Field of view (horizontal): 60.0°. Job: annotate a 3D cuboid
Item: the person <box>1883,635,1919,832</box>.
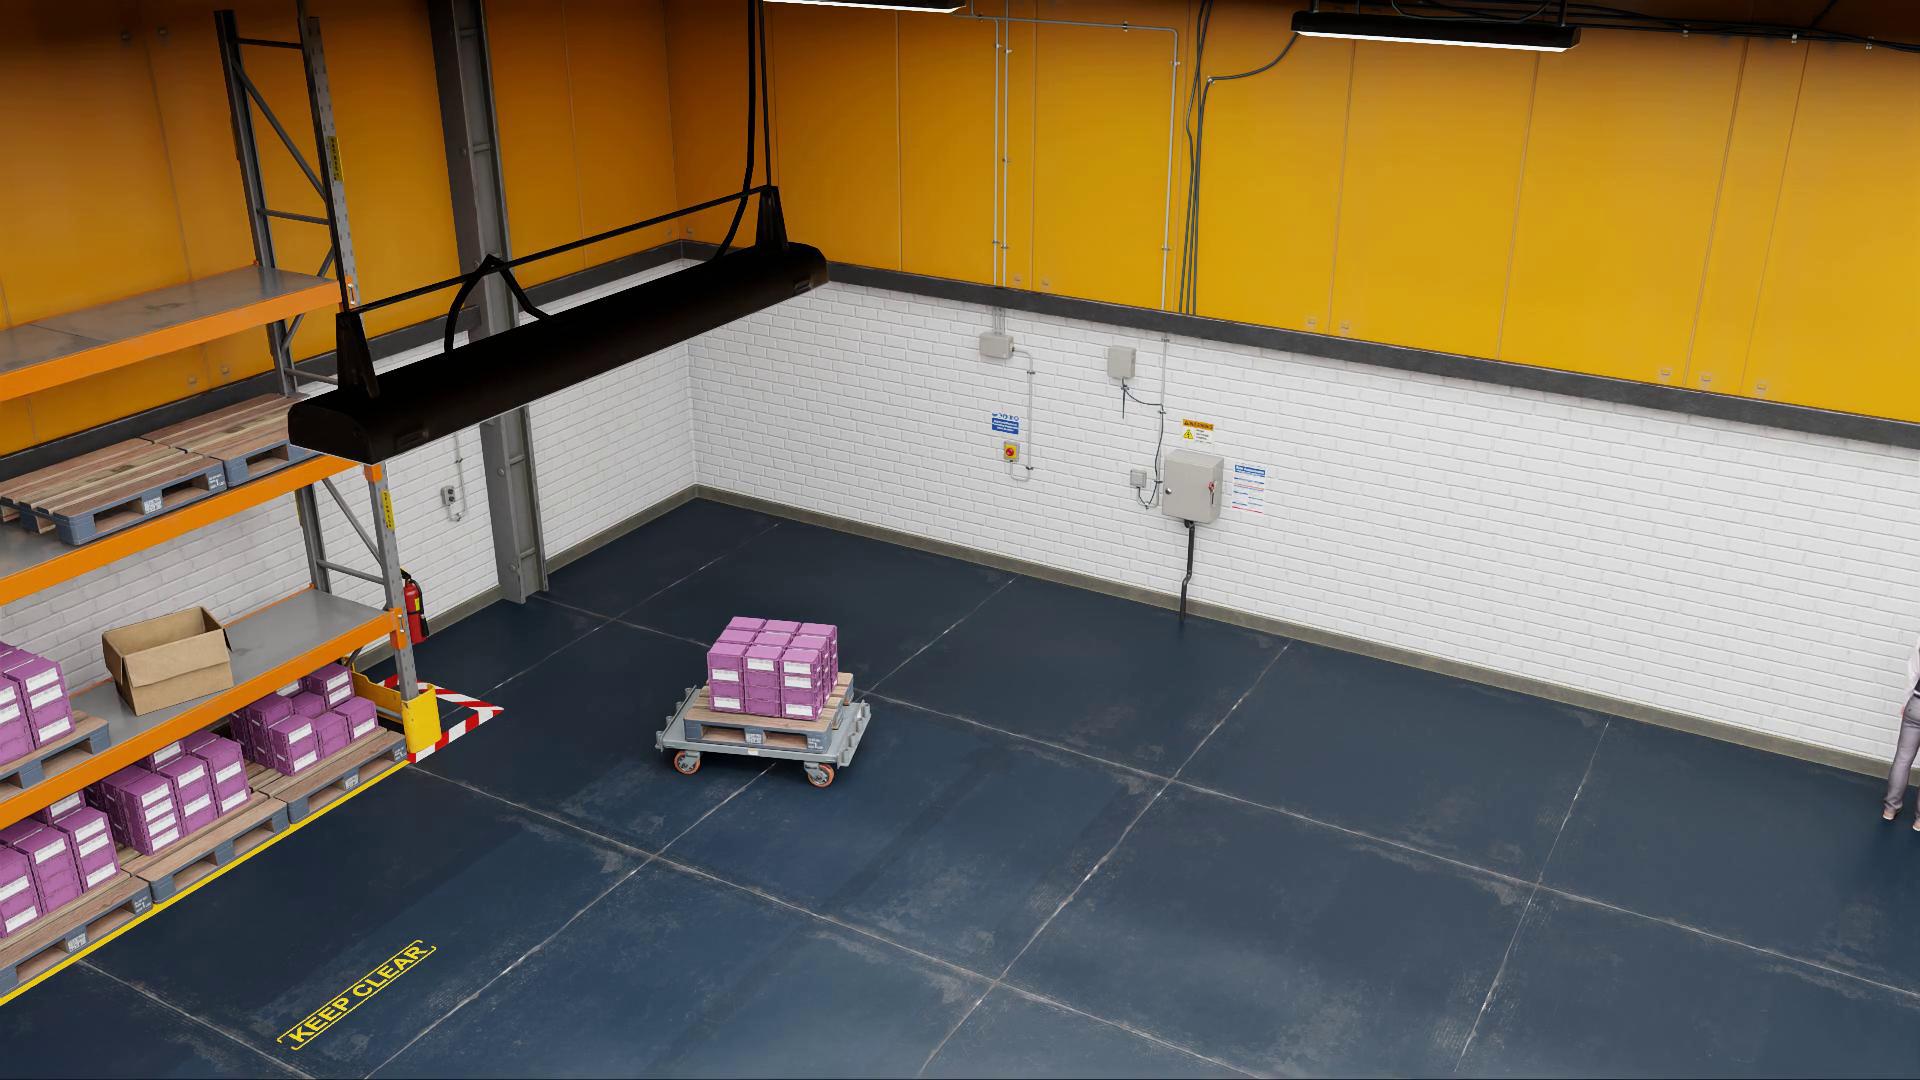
[{"bbox_3d":[7.524,1.329,12.856,0.697,1.938,0.729,-18,29,-35],"label":"person"}]
